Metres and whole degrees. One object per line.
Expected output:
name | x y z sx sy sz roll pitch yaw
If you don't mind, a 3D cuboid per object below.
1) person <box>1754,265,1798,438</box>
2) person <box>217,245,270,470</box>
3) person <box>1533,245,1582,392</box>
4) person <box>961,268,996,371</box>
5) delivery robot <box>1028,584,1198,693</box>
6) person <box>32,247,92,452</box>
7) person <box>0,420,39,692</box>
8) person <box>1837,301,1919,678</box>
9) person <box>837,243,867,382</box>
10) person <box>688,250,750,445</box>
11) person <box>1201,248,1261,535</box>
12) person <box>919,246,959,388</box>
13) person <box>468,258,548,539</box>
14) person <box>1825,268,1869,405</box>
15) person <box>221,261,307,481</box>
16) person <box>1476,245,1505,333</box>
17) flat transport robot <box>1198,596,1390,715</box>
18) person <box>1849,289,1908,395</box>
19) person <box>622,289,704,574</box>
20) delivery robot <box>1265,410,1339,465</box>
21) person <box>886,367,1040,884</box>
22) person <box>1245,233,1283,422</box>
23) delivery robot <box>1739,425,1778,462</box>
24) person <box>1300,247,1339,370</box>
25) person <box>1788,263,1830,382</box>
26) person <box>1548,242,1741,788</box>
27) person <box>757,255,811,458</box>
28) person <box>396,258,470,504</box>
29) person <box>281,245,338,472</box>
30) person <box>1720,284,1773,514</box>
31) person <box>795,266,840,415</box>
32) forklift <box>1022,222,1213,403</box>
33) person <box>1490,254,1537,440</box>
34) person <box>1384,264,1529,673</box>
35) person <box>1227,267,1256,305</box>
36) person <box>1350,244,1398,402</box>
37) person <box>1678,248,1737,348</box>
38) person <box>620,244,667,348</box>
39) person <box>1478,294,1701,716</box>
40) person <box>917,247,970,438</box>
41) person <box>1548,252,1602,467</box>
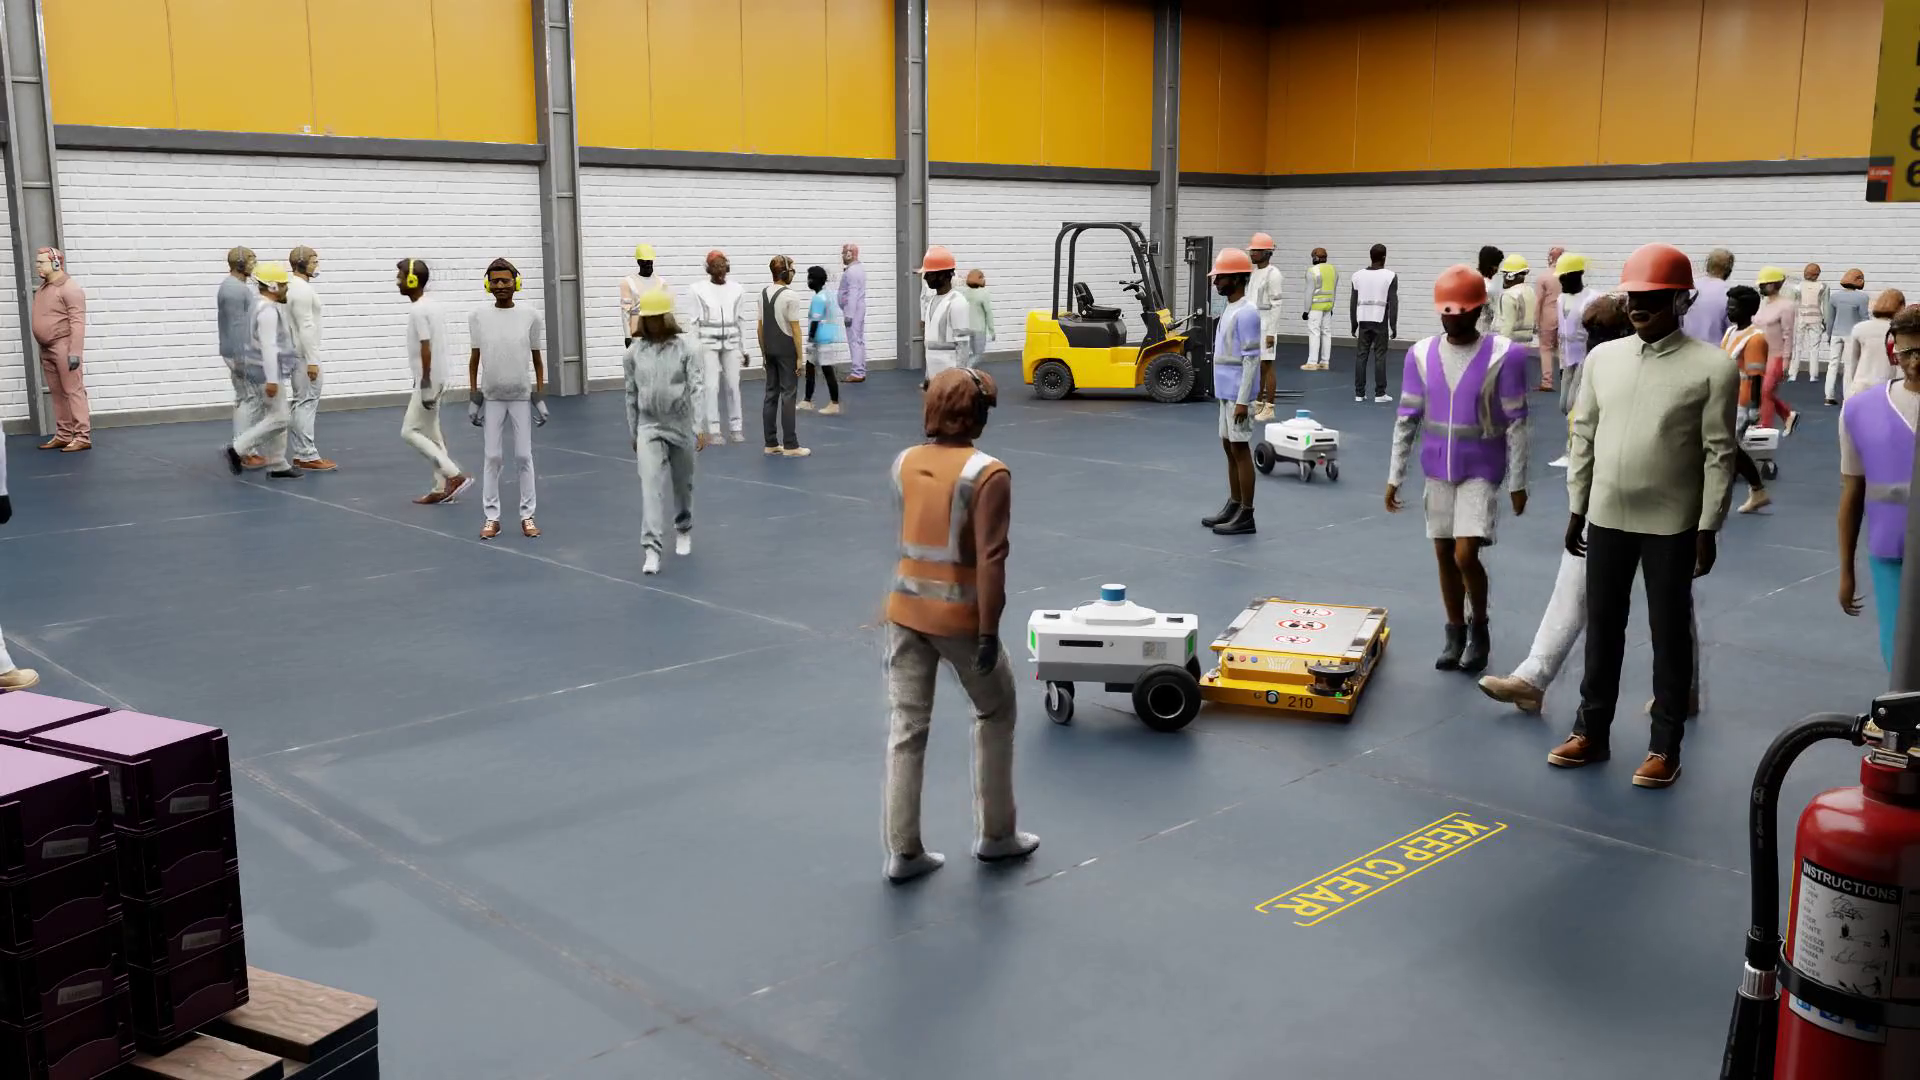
person | 7.857 -1.762 15.984 0.606 1.745 0.534 -2 11 -12
person | -6.213 -1.574 14.414 0.374 1.932 0.652 -4 11 -19
person | 7.684 -2.853 21.511 0.668 1.887 0.446 -2 11 -11
person | 0.152 -2.658 21.202 0.693 1.613 0.492 -10 14 -43
delivery robot | 0.641 0.429 7.004 0.707 0.478 0.477 1 11 8
person | -8.468 -1.780 15.620 0.640 1.909 0.409 7 12 33
person | -4.448 -0.224 7.307 0.623 1.845 0.430 2 11 12
person | 3.350 0.078 5.726 0.634 1.807 0.662 8 13 36
person | -1.496 -3.132 22.993 0.403 1.906 0.651 1 10 8
person | -2.334 -1.858 16.165 0.614 1.873 0.428 -5 11 -25
person | 1.840 -1.002 11.291 0.373 1.935 0.552 -1 10 -4
person | -0.277 -2.935 21.980 0.574 1.884 0.361 6 12 31
person | -3.030 -0.940 11.134 0.518 1.874 0.327 -2 11 -13
person | 10.518 -2.395 19.718 0.278 1.631 0.505 -5 12 -28
person | -5.700 -1.359 13.562 0.620 1.815 0.612 -6 12 -29
person | 5.406 -2.082 17.231 0.886 1.913 0.642 -5 11 -25
flat transport robot | 1.564 0.501 7.643 0.652 0.197 1.431 4 11 20
person | 7.487 -1.240 13.549 0.508 1.584 0.874 10 15 44
person | -1.815 -0.693 10.253 0.494 1.701 0.890 -1 10 -4
delivery robot | 2.867 -0.847 13.964 0.477 0.478 0.707 -4 11 -20
person | -0.007 0.263 5.283 0.522 1.606 0.654 9 14 40
person | 3.259 -2.299 18.070 0.383 2.045 0.605 -3 11 -15
delivery robot | 6.424 -0.822 13.825 0.707 0.478 0.477 -3 11 -16
person | 5.388 -3.474 25.037 0.626 1.842 0.429 -7 13 -35
person | 11.688 -2.988 22.931 0.522 1.640 0.306 5 11 24
person | 2.528 -0.091 6.164 0.382 1.994 0.613 -9 14 -41
person | -1.621 -1.671 15.189 0.516 1.844 0.332 8 13 39
person | -3.989 -1.166 12.417 0.405 1.860 0.505 -1 10 -5
person | -5.626 -1.554 14.296 0.355 1.937 0.635 -6 12 -30
person | 5.600 -0.989 11.928 0.633 1.676 0.542 1 10 6
person | -1.675 -2.231 18.682 0.709 1.668 0.557 0 10 1
forklift | 1.935 -2.847 20.651 2.313 2.155 1.214 2 11 13
person | 5.470 -1.910 16.525 0.404 1.832 0.596 8 13 38
person | 2.285 -0.307 7.619 0.583 1.895 0.560 9 14 40
person | 3.711 -2.802 22.005 0.644 1.608 0.328 -4 11 -22
person | 5.036 -2.639 20.266 0.591 1.918 0.383 8 13 36
person | 6.320 -1.513 14.128 0.522 1.918 0.637 -10 14 -43
person | -3.488 -2.323 18.518 0.587 1.927 0.362 -9 14 -42
person | 2.726 -0.119 6.924 0.990 1.782 0.641 -2 11 -11
person | -0.134 -1.278 12.809 0.376 1.933 0.545 -5 12 -26
person | 5.461 -1.572 14.556 0.681 1.891 0.594 -2 11 -13
